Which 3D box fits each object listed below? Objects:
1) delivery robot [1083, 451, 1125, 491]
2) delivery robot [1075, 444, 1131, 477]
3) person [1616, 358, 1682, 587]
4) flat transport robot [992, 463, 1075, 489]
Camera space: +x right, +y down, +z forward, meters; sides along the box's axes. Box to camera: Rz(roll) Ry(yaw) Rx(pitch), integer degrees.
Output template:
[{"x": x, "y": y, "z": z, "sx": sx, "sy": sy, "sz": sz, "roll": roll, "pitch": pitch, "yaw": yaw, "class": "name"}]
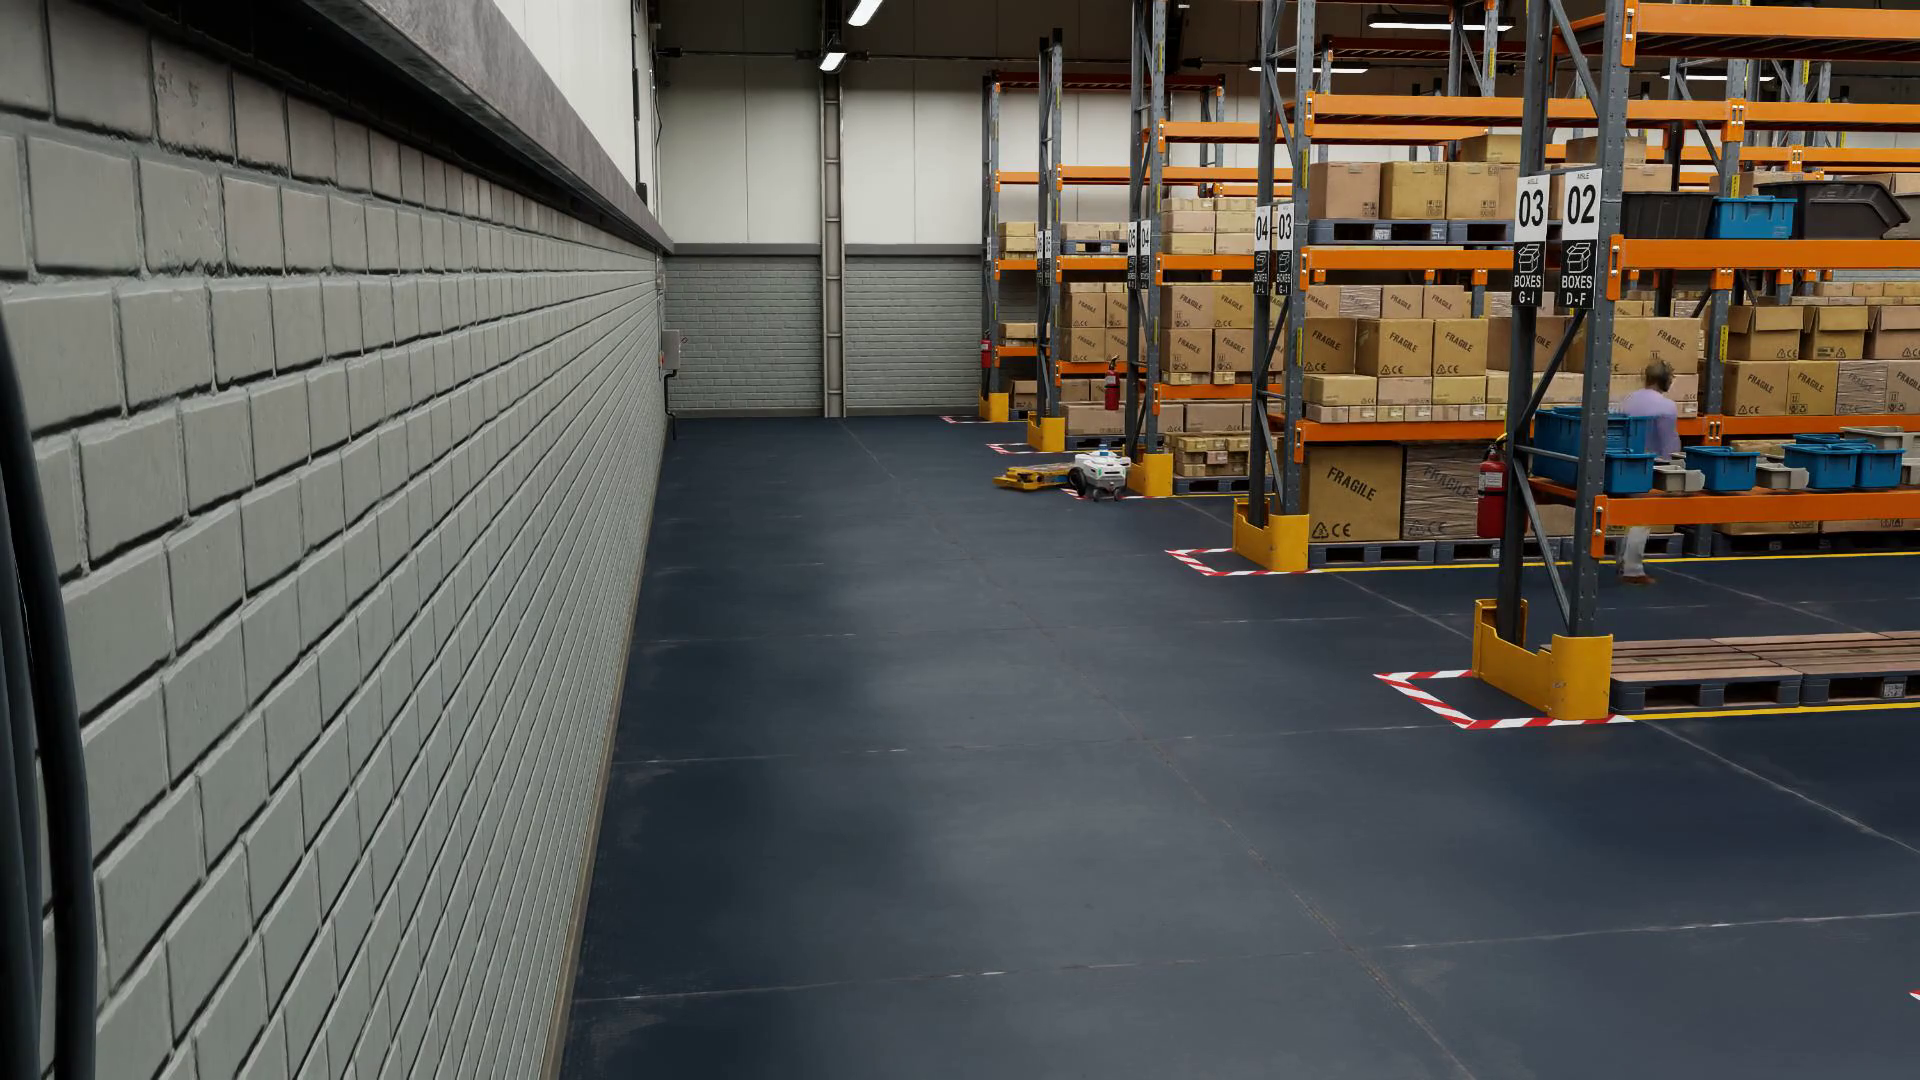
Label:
[{"x": 1.674, "y": -0.793, "z": 19.319, "sx": 0.477, "sy": 0.478, "sz": 0.707, "roll": -2, "pitch": 9, "yaw": -11, "class": "delivery robot"}, {"x": 1.723, "y": -0.908, "z": 20.032, "sx": 0.477, "sy": 0.478, "sz": 0.707, "roll": -8, "pitch": 12, "yaw": -40, "class": "delivery robot"}, {"x": 5.770, "y": -0.548, "z": 13.899, "sx": 0.479, "sy": 1.924, "sz": 0.645, "roll": -1, "pitch": 9, "yaw": -4, "class": "person"}, {"x": 1.170, "y": -0.805, "z": 20.553, "sx": 1.431, "sy": 0.197, "sz": 0.652, "roll": -6, "pitch": 11, "yaw": -34, "class": "flat transport robot"}]
